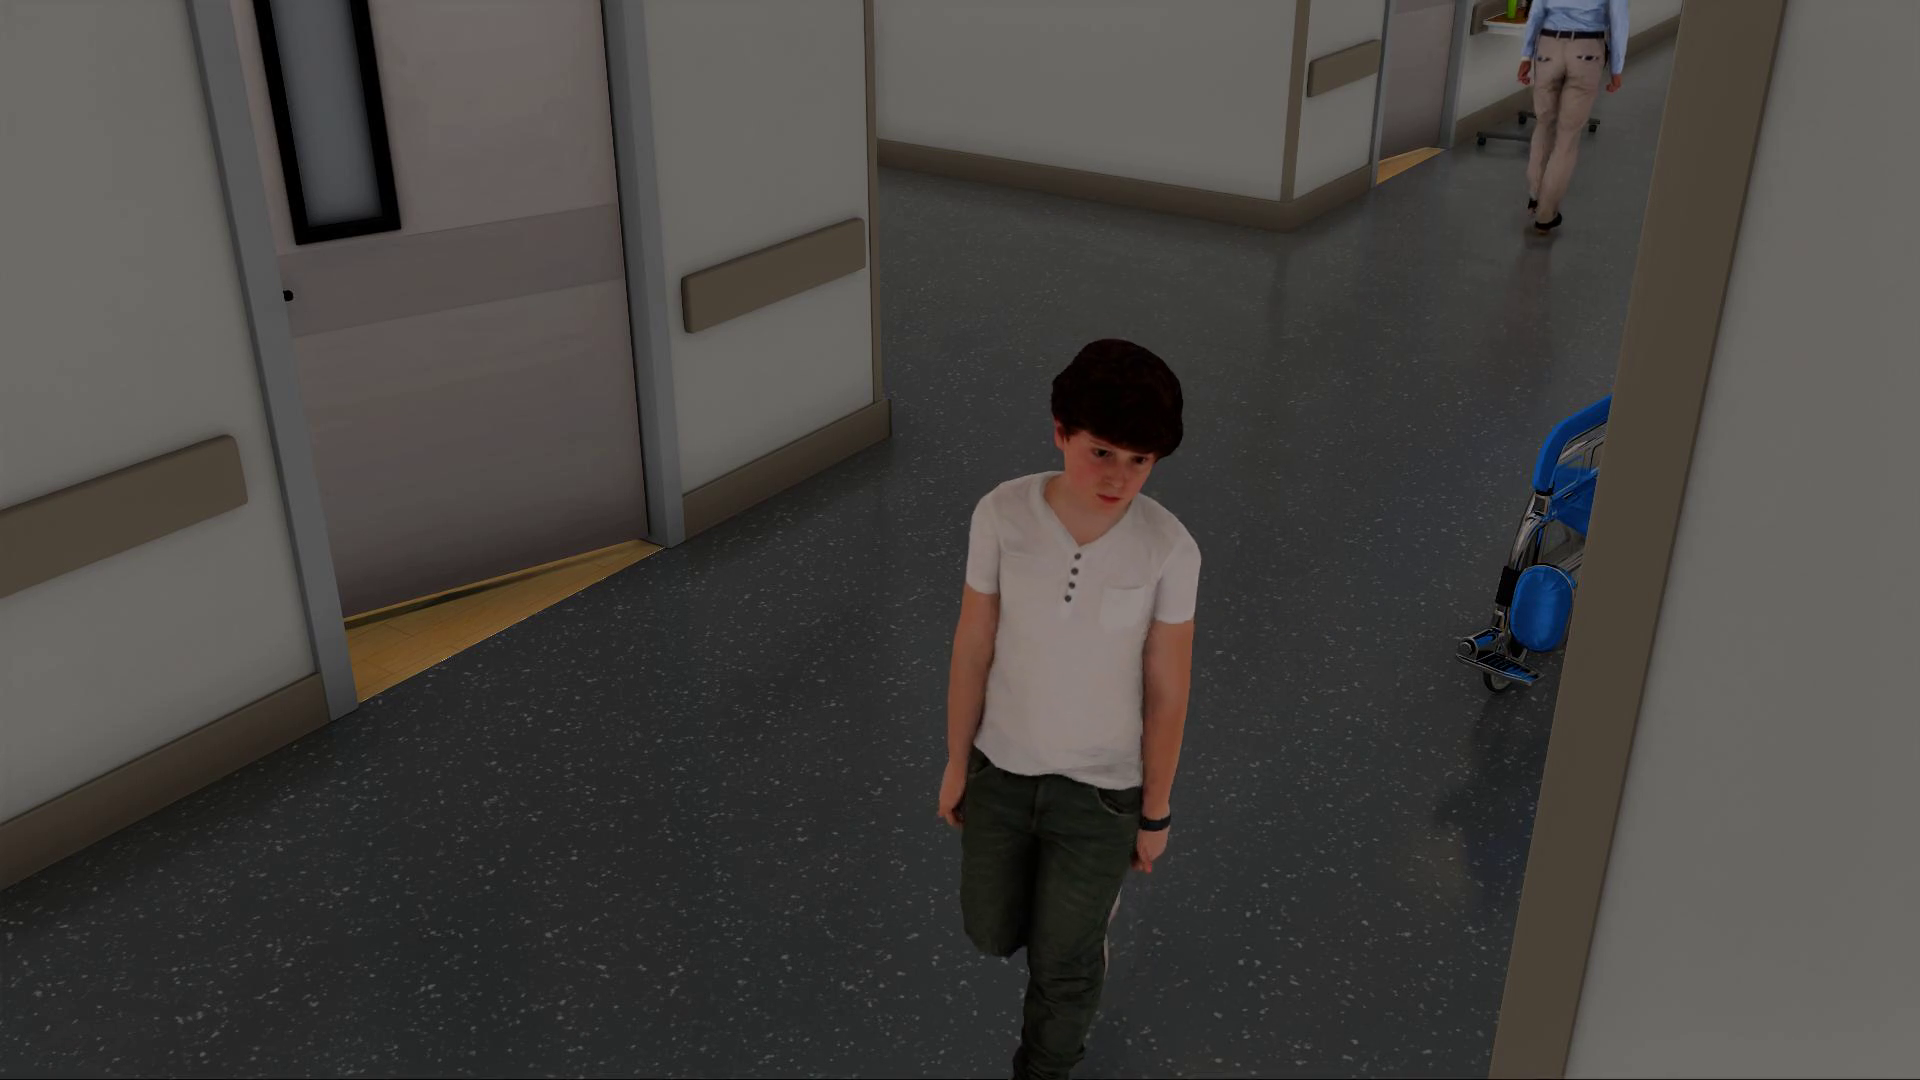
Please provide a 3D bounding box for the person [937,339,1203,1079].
[{"bbox_3d":[0.198,0.393,2.985,0.744,1.637,0.979,9,27,18],"label":"person"}]

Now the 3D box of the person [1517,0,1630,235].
[{"bbox_3d":[3.217,-2.539,8.839,0.667,1.833,0.710,16,30,30],"label":"person"}]
